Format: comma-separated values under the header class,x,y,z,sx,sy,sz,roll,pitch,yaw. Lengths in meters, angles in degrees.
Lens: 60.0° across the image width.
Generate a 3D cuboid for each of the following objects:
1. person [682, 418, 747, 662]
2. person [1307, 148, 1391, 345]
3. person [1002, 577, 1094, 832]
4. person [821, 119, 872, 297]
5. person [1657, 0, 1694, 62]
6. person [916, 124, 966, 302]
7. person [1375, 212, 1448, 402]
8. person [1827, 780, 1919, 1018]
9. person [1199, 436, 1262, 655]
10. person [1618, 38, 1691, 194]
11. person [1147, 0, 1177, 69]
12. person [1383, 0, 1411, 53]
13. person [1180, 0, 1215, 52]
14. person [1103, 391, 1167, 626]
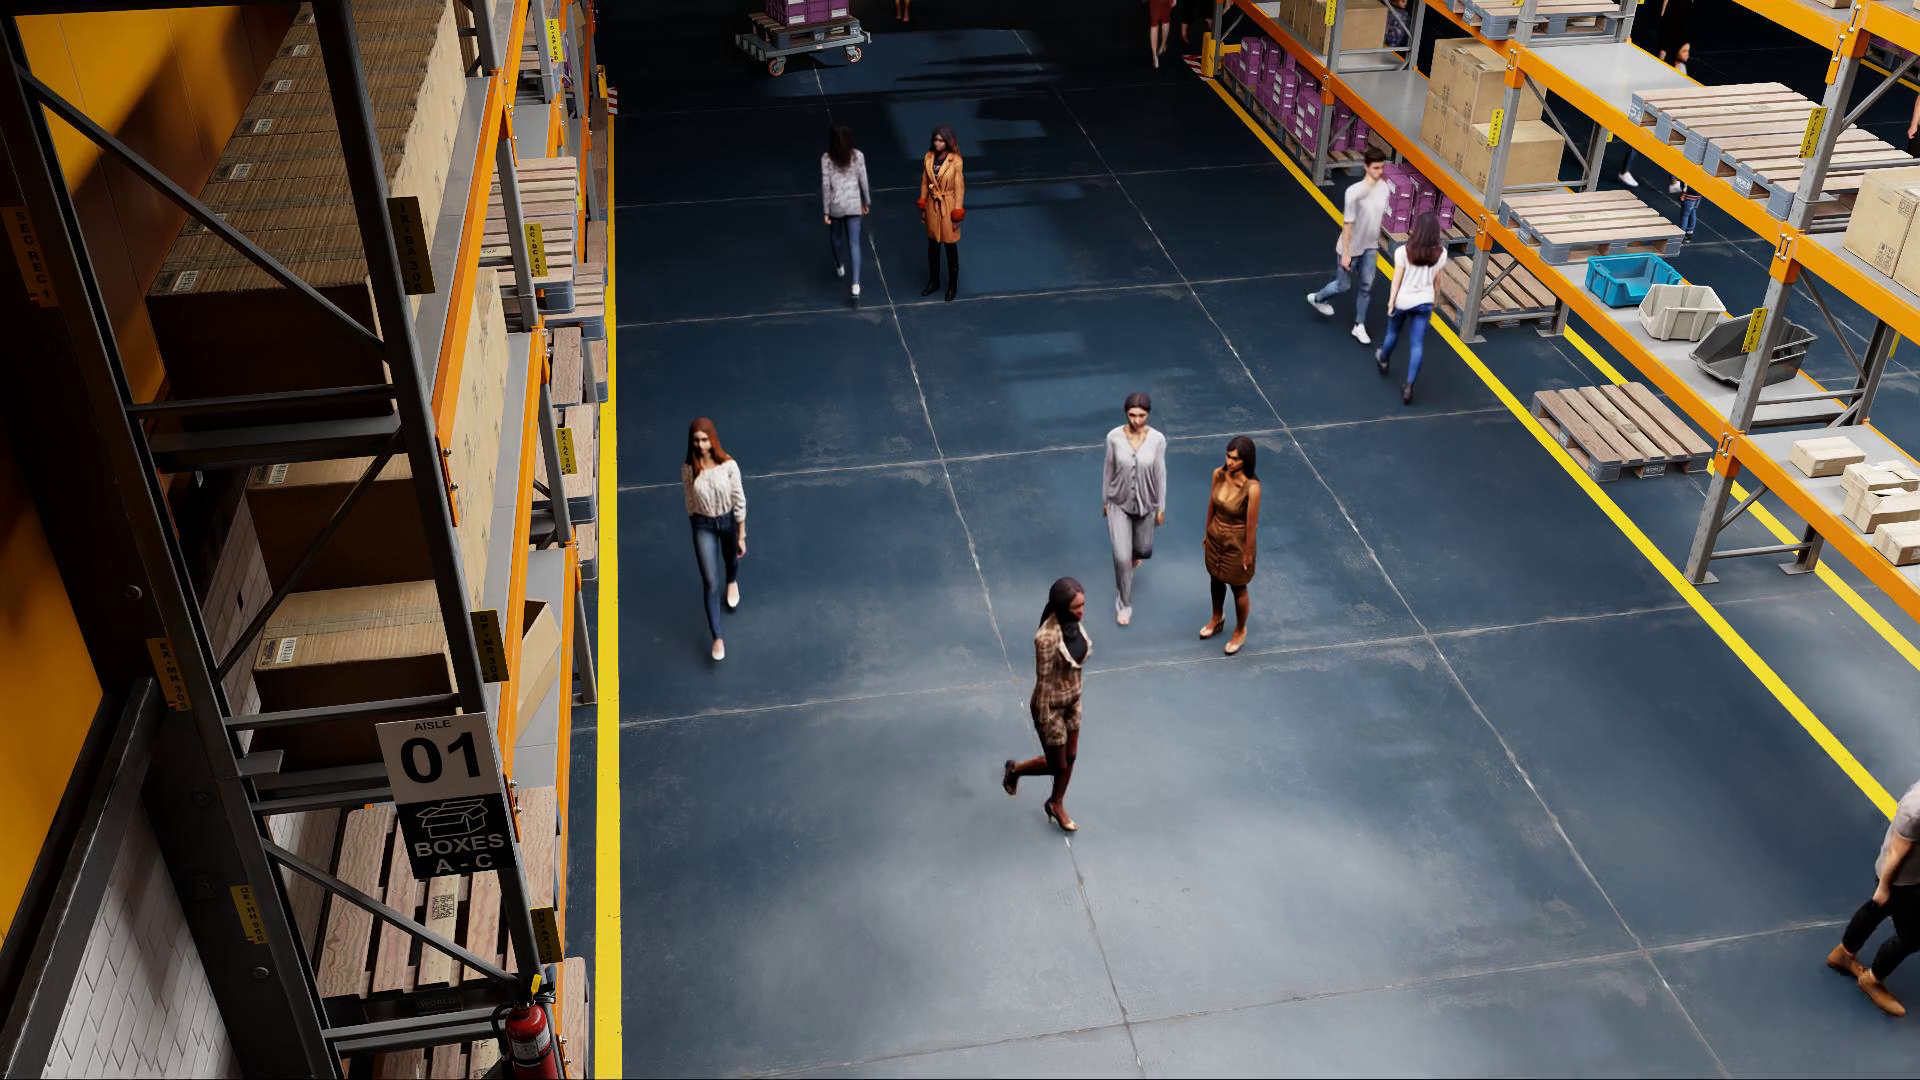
class,x,y,z,sx,sy,sz,roll,pitch,yaw
person,-1.662,-0.118,11.509,0.597,1.681,1.164,-4,34,-5
person,3.610,-2.739,15.297,0.828,1.851,1.085,-18,37,-24
person,0.502,0.965,9.792,0.902,1.778,0.842,21,39,28
person,-1.107,-3.172,16.095,0.634,1.690,1.163,-5,34,-8
person,9.450,-6.977,21.881,0.554,1.623,0.555,-5,34,-7
person,-0.172,-3.159,16.044,0.770,1.724,0.809,18,37,24
person,3.910,-1.958,14.300,0.762,1.655,1.037,1,34,2
person,4.906,1.689,8.762,0.787,1.712,0.848,-28,43,-35
person,1.839,0.028,11.286,0.698,1.683,0.595,-24,41,-32
person,7.654,-4.699,18.388,0.929,1.694,1.167,-22,40,-30
person,2.638,-7.108,21.997,0.882,1.712,1.067,8,34,12
person,5.589,-6.523,21.549,0.639,1.233,0.775,-17,37,-24
person,3.189,-7.553,22.572,1.127,1.816,1.125,26,42,34
person,1.223,-0.288,11.703,0.784,1.750,1.048,3,34,5
